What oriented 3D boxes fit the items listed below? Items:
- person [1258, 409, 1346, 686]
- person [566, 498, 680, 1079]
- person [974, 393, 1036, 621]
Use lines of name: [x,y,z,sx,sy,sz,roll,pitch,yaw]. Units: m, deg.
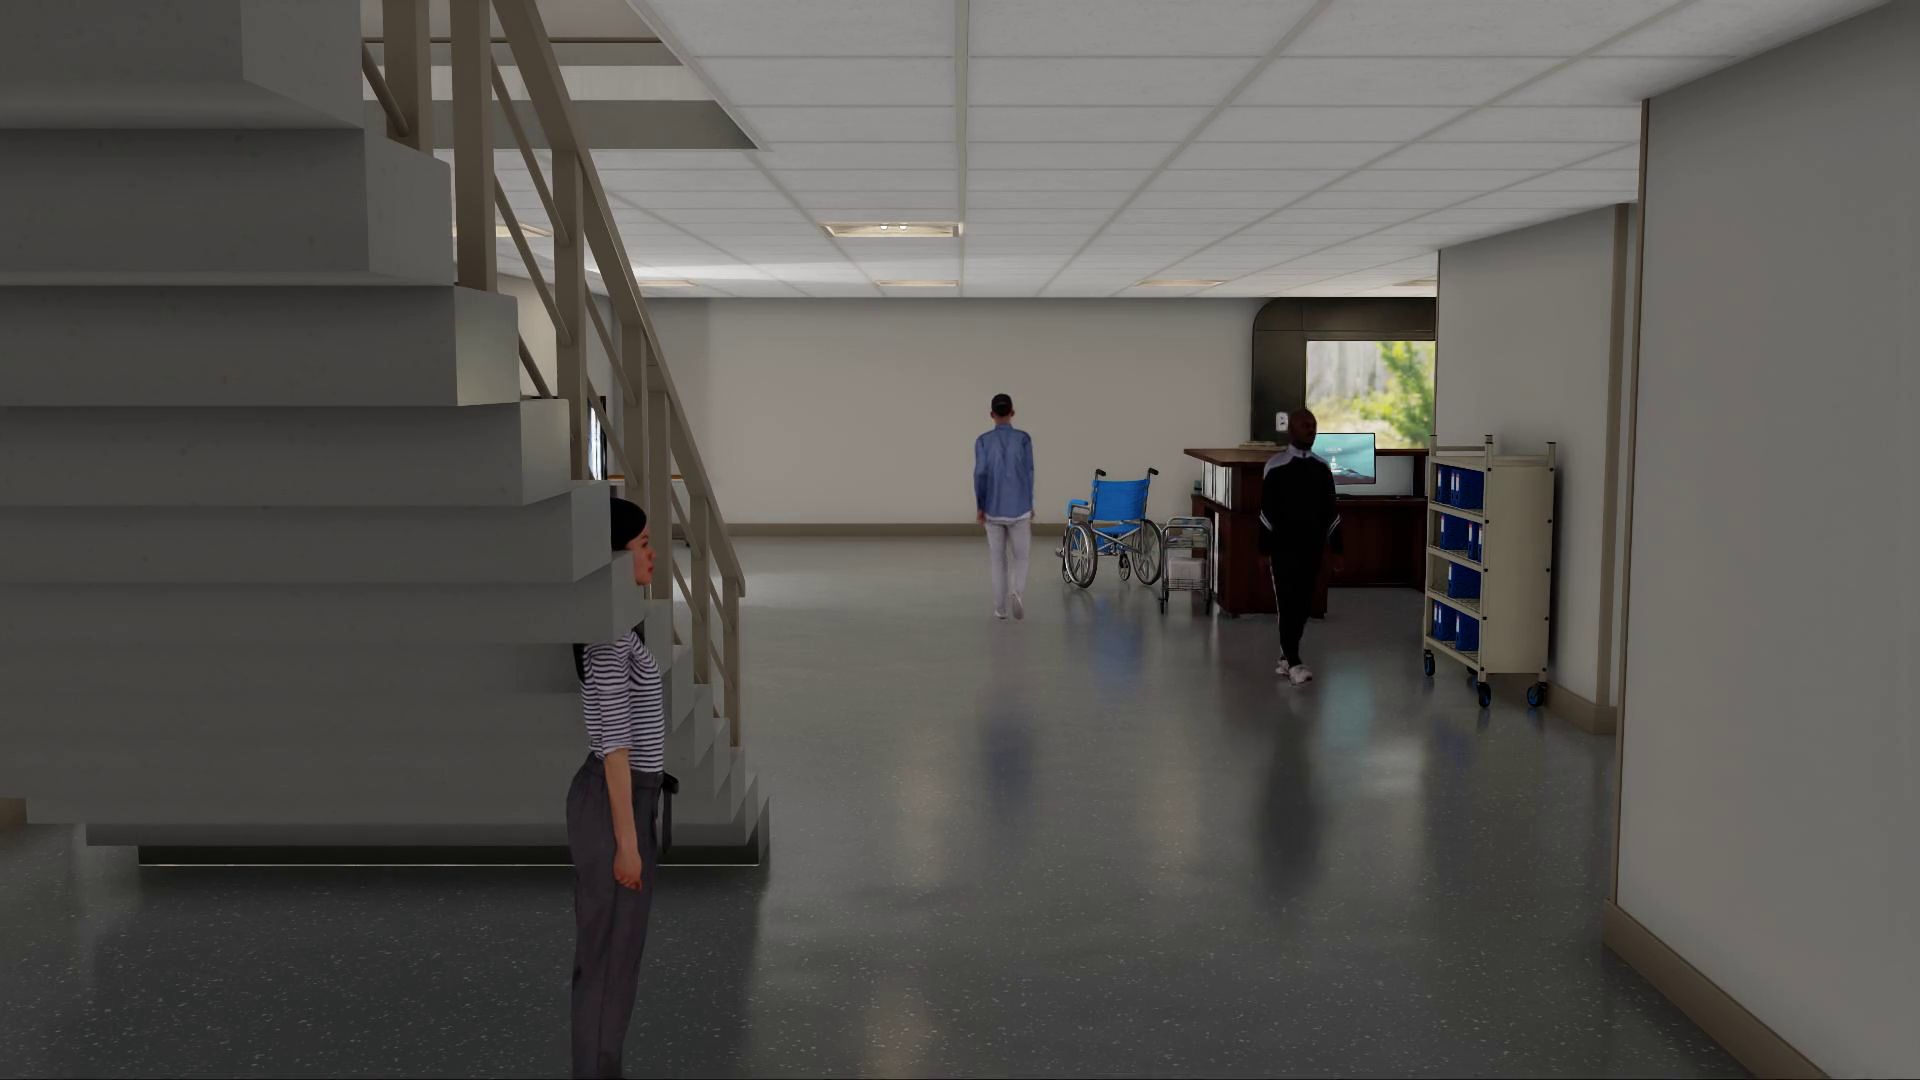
person: [2.201,0.036,11.080,0.866,1.815,1.031,-2,6,-17]
person: [-0.938,0.746,4.433,0.703,1.733,0.534,-1,6,-14]
person: [0.387,-0.249,13.629,0.696,1.874,0.901,0,6,4]
